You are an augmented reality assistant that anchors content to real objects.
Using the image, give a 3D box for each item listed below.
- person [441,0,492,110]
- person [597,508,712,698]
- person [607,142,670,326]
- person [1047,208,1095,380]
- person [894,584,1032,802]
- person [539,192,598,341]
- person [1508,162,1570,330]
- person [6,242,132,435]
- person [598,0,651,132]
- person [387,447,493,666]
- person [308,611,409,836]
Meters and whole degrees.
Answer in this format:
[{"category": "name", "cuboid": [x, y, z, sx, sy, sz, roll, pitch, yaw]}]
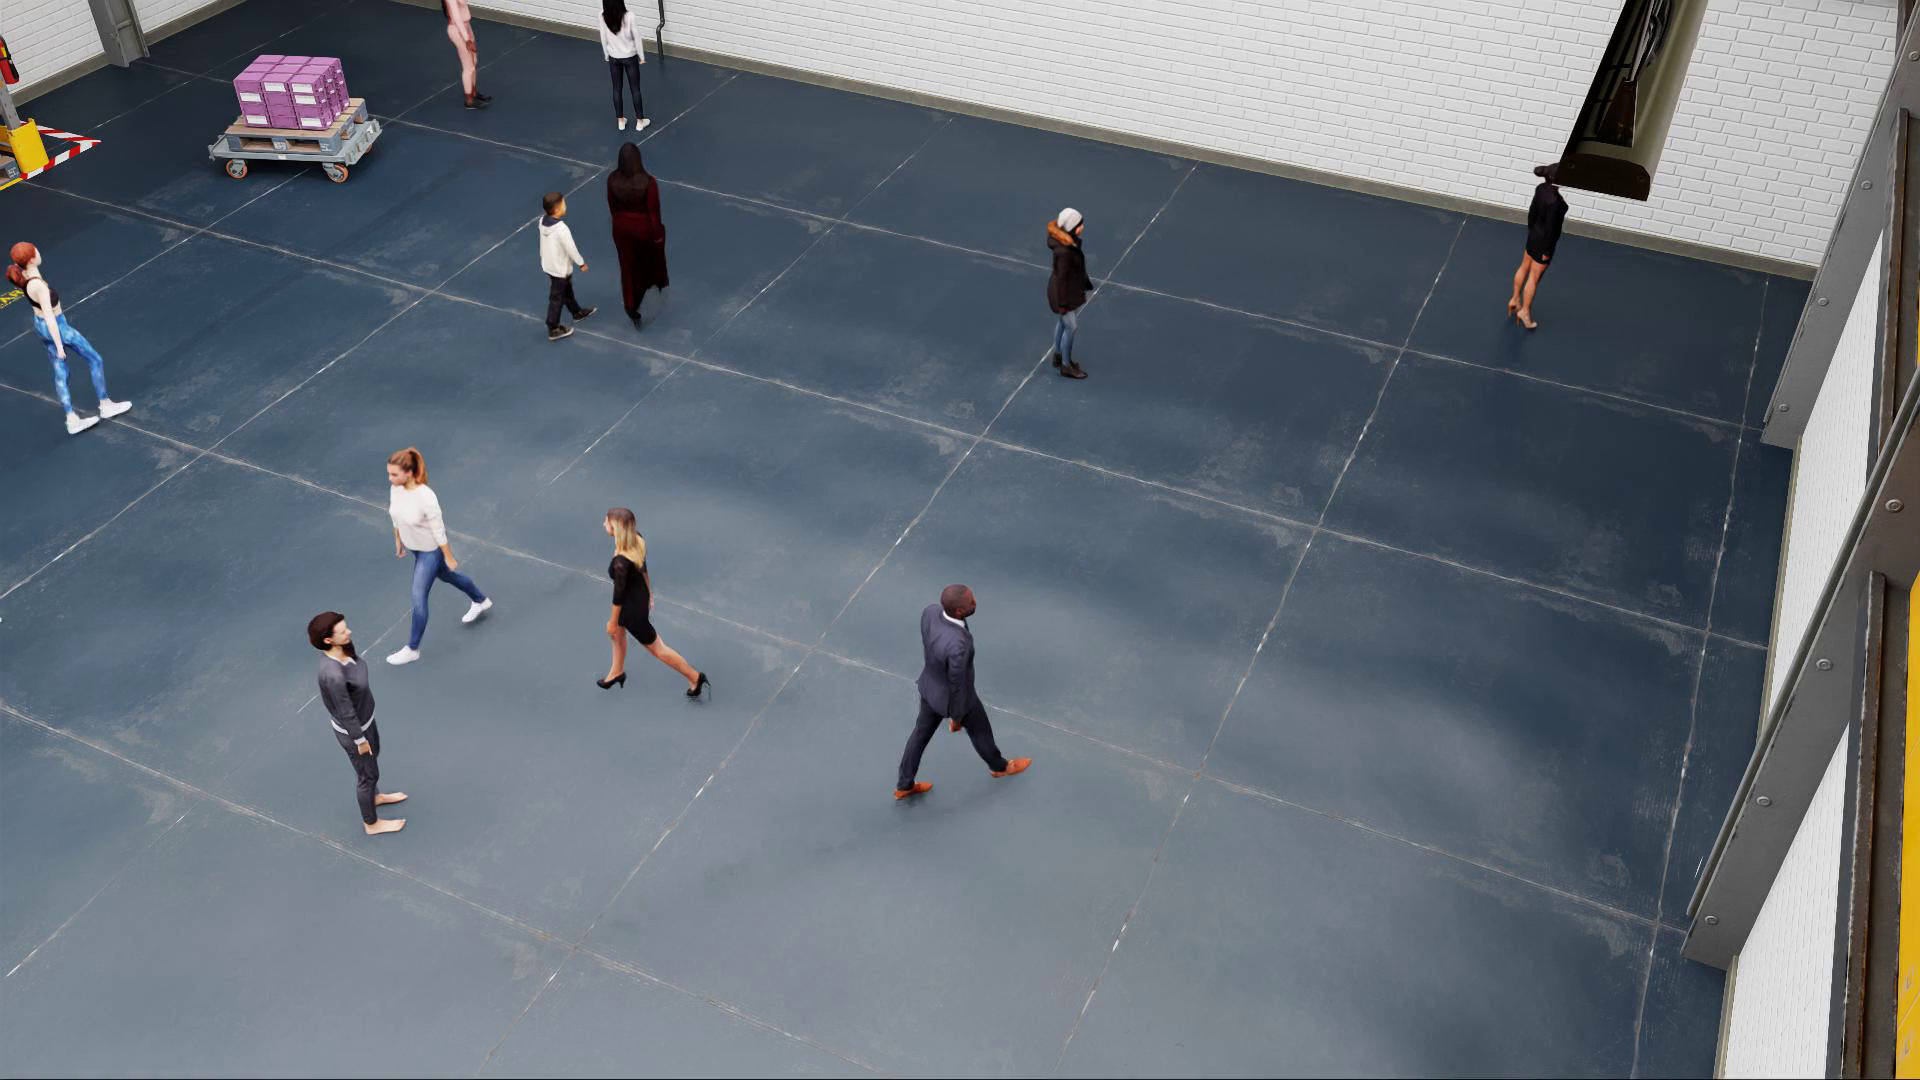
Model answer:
[{"category": "person", "cuboid": [-5.797, -5.842, 19.300, 0.784, 1.714, 0.682, -4, 39, -5]}, {"category": "person", "cuboid": [-2.153, 0.495, 11.428, 0.924, 1.637, 1.069, 0, 39, 0]}, {"category": "person", "cuboid": [-3.036, -2.822, 15.521, 0.883, 1.711, 1.153, 5, 39, 6]}, {"category": "person", "cuboid": [0.902, -2.235, 14.852, 0.781, 1.629, 0.706, 4, 39, 6]}, {"category": "person", "cuboid": [-0.145, 1.013, 10.663, 1.292, 1.782, 1.158, -17, 42, -20]}, {"category": "person", "cuboid": [-3.778, -2.496, 15.339, 0.910, 1.429, 0.792, -28, 46, -30]}, {"category": "person", "cuboid": [5.409, -2.761, 15.502, 0.753, 1.640, 0.680, -3, 39, -4]}, {"category": "person", "cuboid": [-7.692, -1.669, 14.034, 0.622, 1.766, 0.805, 22, 43, 25]}, {"category": "person", "cuboid": [-3.831, -5.488, 18.868, 0.687, 1.700, 0.662, 4, 39, 5]}, {"category": "person", "cuboid": [-3.765, 0.045, 11.964, 0.866, 1.671, 1.220, 30, 47, 32]}, {"category": "person", "cuboid": [-3.835, 1.141, 10.514, 0.726, 1.768, 0.661, -12, 40, -15]}]
